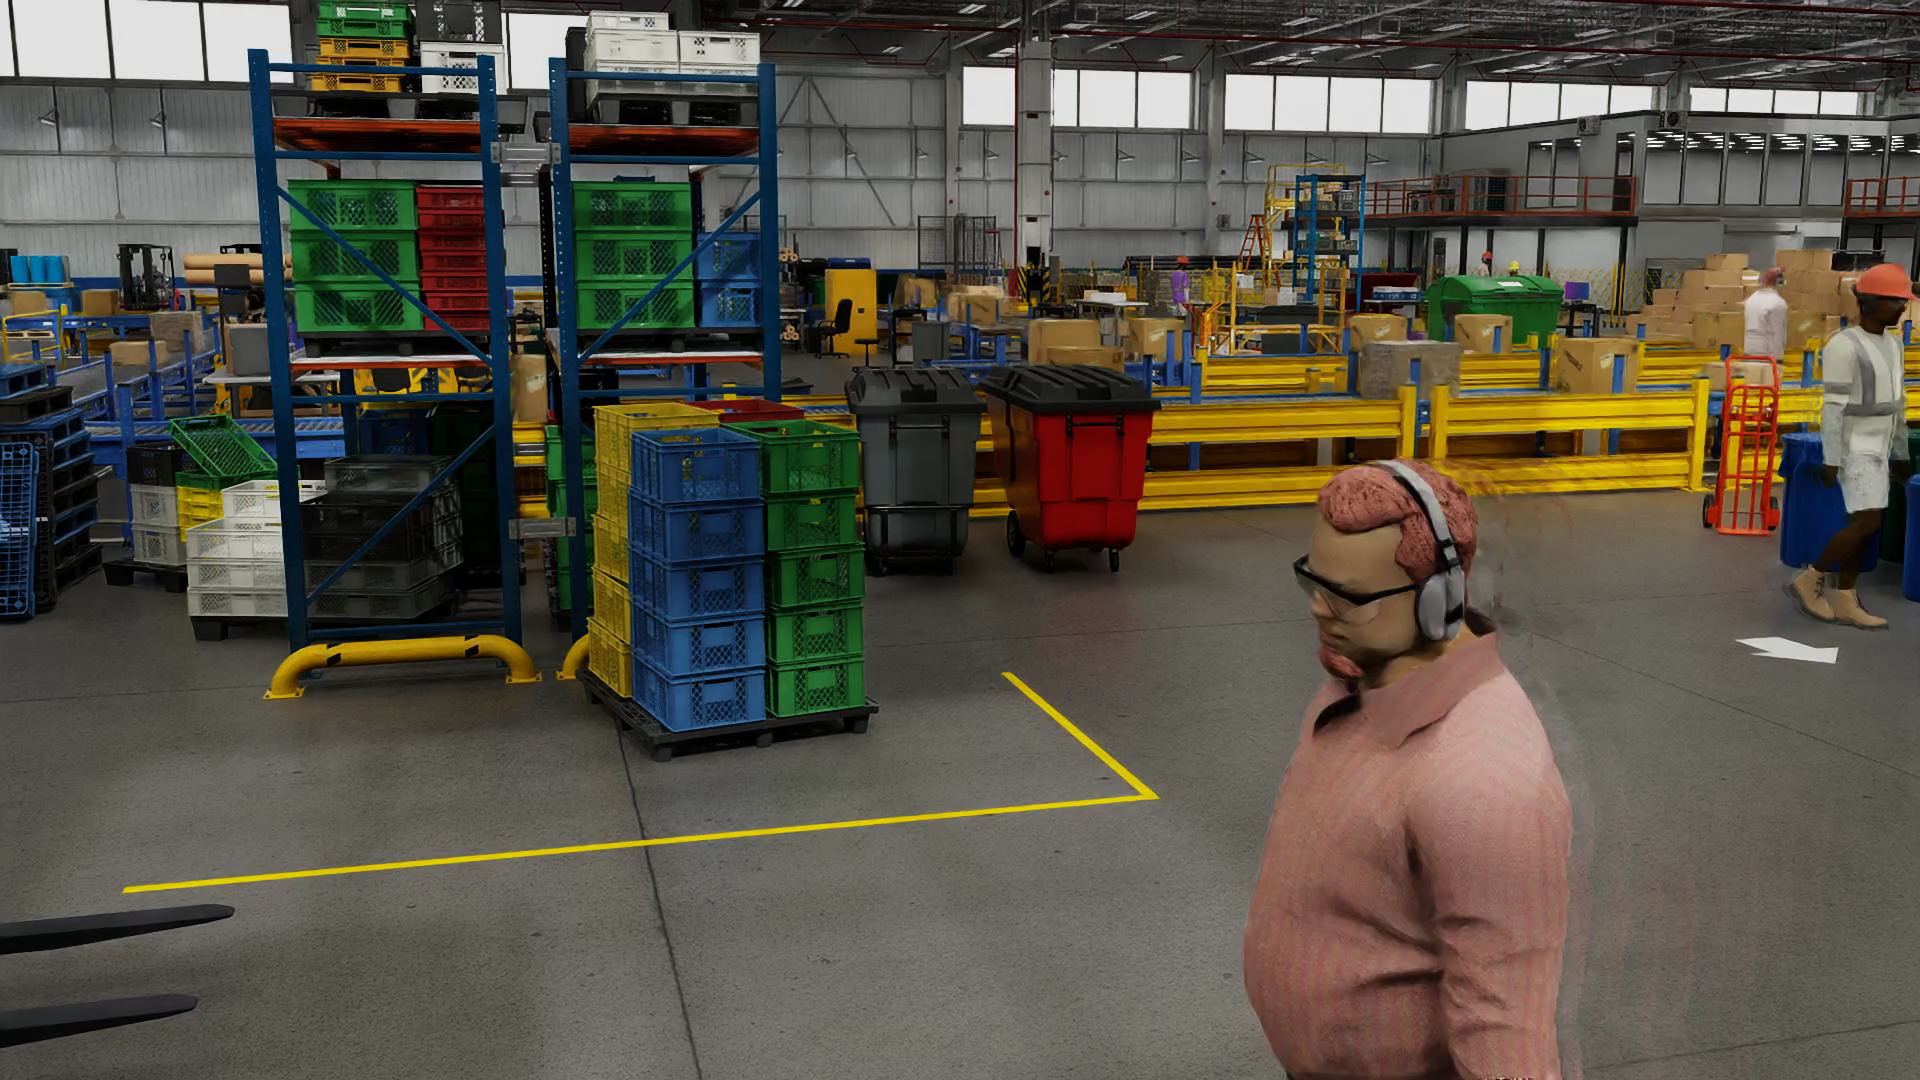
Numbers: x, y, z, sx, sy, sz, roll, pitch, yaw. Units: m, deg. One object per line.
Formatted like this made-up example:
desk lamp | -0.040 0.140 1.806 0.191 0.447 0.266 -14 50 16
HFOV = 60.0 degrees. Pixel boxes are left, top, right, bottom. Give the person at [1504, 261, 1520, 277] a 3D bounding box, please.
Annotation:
person | 11.720 -5.005 35.295 0.595 1.824 0.404 6 12 29

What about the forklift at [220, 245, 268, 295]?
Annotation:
forklift | -17.749 -6.334 41.440 1.157 1.987 2.680 -3 10 -17

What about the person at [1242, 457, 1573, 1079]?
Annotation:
person | 0.701 0.790 2.413 1.002 1.856 0.648 1 10 7

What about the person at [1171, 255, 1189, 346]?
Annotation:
person | 4.749 -5.137 35.698 0.349 1.942 0.545 -5 11 -28

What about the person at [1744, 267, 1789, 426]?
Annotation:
person | 9.050 -2.120 18.742 0.543 1.892 0.668 -1 10 -7

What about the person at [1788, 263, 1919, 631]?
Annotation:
person | 5.000 -0.499 9.170 0.612 2.028 0.414 -7 12 -35

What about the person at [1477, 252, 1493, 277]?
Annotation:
person | 13.597 -6.482 43.178 0.389 1.989 0.610 3 10 17

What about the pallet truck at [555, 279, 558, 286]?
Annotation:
pallet truck | -10.604 -6.375 44.520 0.653 1.274 1.630 -3 10 -15

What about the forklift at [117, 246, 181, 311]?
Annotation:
forklift | -19.966 -6.232 40.894 1.157 1.987 2.680 -3 10 -15
